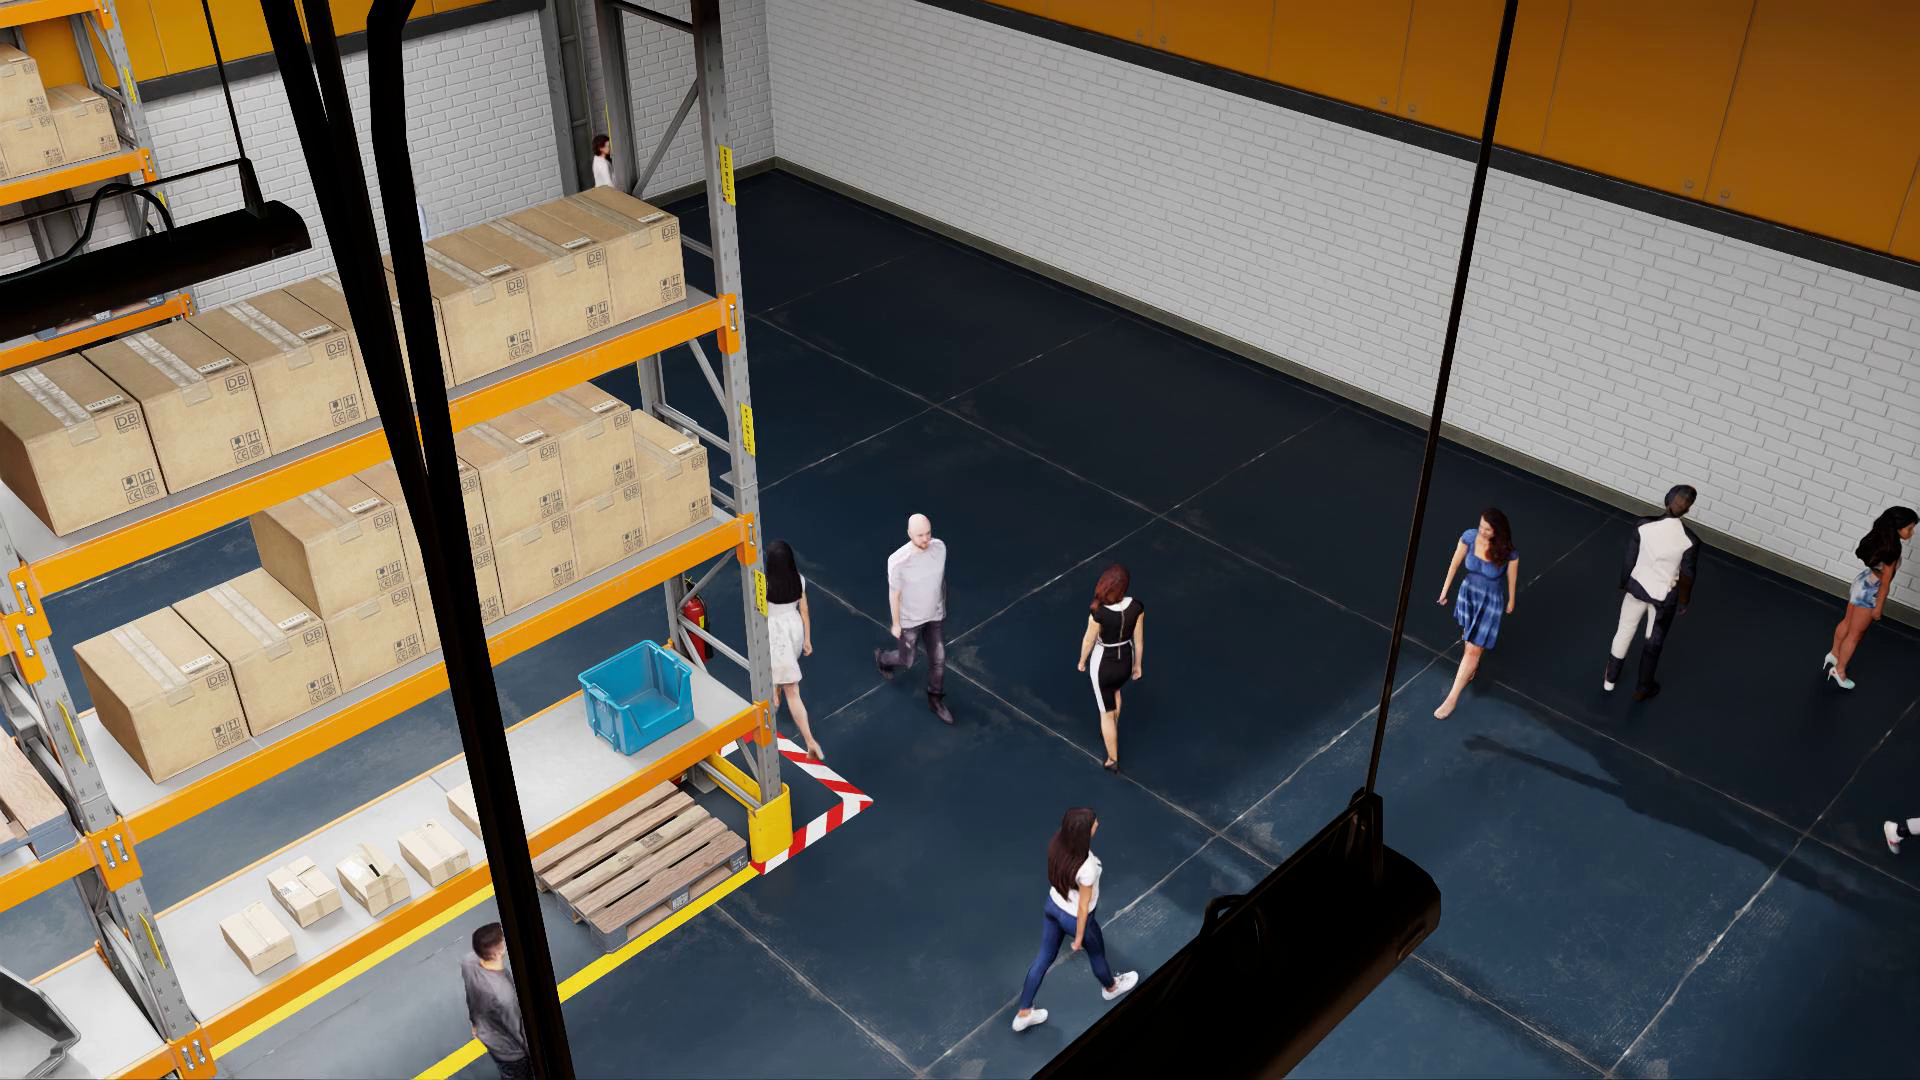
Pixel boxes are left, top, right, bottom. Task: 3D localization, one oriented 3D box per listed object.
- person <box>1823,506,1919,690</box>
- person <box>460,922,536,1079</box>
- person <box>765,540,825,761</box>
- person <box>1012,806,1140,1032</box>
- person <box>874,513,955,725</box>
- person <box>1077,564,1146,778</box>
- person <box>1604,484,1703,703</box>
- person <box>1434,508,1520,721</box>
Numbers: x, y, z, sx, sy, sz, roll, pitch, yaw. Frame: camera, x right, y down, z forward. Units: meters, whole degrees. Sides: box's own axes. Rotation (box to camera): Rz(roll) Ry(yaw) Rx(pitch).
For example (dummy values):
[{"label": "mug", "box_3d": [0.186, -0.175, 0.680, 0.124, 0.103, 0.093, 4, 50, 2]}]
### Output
[{"label": "person", "box_3d": [7.152, 0.435, 13.091, 0.727, 1.618, 0.650, 9, 35, 14]}, {"label": "person", "box_3d": [-2.617, 2.844, 9.351, 0.721, 1.747, 0.639, -27, 42, -34]}, {"label": "person", "box_3d": [-1.273, 0.850, 12.374, 1.211, 1.720, 0.838, -19, 38, -26]}, {"label": "person", "box_3d": [0.592, 2.331, 10.139, 1.182, 1.728, 0.778, -19, 38, -26]}, {"label": "person", "box_3d": [-0.365, 0.540, 12.760, 1.040, 1.809, 0.855, -20, 38, -27]}, {"label": "person", "box_3d": [1.136, 1.005, 12.086, 0.759, 1.781, 0.787, -13, 36, -18]}, {"label": "person", "box_3d": [5.369, 0.400, 12.898, 0.707, 1.890, 0.607, 24, 41, 32]}, {"label": "person", "box_3d": [4.060, 0.489, 12.884, 0.631, 1.758, 1.075, 29, 43, 36]}]
